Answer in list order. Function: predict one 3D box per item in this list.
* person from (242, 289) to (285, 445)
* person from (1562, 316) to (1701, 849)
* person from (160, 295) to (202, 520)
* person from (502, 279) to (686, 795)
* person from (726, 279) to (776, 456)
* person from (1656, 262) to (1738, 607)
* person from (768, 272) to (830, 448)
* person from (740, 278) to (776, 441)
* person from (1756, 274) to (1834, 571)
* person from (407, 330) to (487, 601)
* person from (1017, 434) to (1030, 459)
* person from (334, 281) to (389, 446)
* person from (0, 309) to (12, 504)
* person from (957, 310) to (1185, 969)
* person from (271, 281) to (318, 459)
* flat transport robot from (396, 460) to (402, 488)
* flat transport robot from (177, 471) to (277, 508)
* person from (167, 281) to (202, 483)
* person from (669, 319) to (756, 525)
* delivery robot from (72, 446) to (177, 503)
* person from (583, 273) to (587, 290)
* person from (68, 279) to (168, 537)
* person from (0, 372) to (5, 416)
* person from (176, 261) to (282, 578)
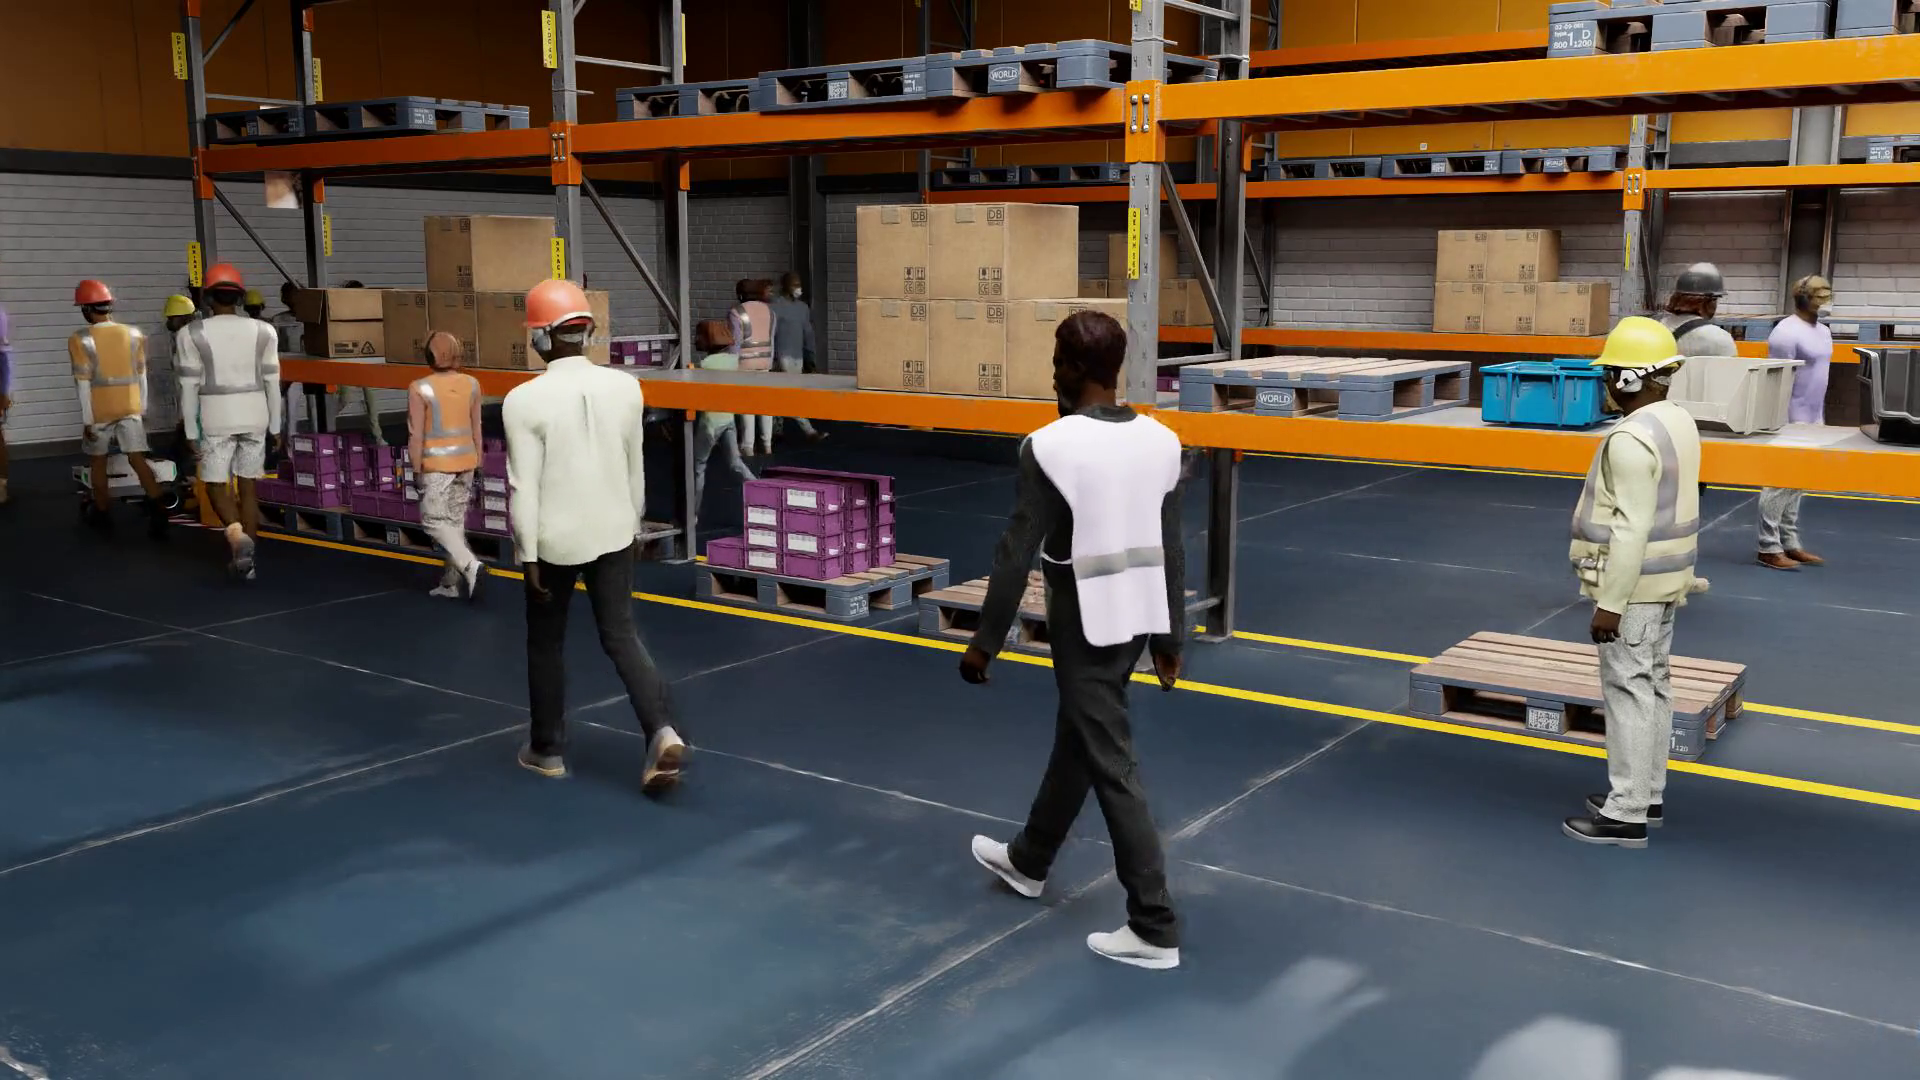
[{"bbox_3d":[-7.297,-1.753,17.387,0.526,1.742,0.646,-2,10,-15],"label":"person"},{"bbox_3d":[2.326,0.147,5.782,0.403,1.832,0.594,7,12,38],"label":"person"},{"bbox_3d":[-6.045,-1.037,13.067,0.343,1.759,0.533,-4,10,-22],"label":"person"},{"bbox_3d":[-1.407,-0.006,6.320,0.616,1.964,0.888,-8,12,-38],"label":"person"},{"bbox_3d":[-2.195,-1.791,17.317,0.430,1.838,0.624,8,12,39],"label":"person"},{"bbox_3d":[4.323,-0.625,9.759,0.829,2.000,0.696,-3,10,-16],"label":"person"},{"bbox_3d":[-1.752,-1.941,18.023,0.976,1.893,0.661,6,11,33],"label":"person"},{"bbox_3d":[-2.229,-2.007,18.635,0.432,1.829,0.575,1,10,8],"label":"person"},{"bbox_3d":[5.511,-0.773,10.950,0.635,1.937,0.358,-8,12,-40],"label":"person"},{"bbox_3d":[-2.979,-0.417,9.773,0.608,1.623,0.520,7,12,36],"label":"person"},{"bbox_3d":[0.787,-1.540,16.111,0.512,1.726,0.382,-6,11,-32],"label":"person"},{"bbox_3d":[-6.669,-1.930,18.237,0.952,1.818,0.583,6,11,33],"label":"person"},{"bbox_3d":[-8.142,-1.279,13.734,0.638,2.020,0.467,-1,10,-5],"label":"person"},{"bbox_3d":[0.328,0.268,4.945,0.988,1.874,0.611,9,13,43],"label":"person"},{"bbox_3d":[-6.367,-1.580,16.092,0.504,1.829,0.642,-4,10,-22],"label":"person"},{"bbox_3d":[-4.797,-0.615,14.963,1.431,0.197,0.652,-9,13,-43],"label":"flat transport robot"},{"bbox_3d":[-5.889,-0.453,13.996,1.431,0.197,0.652,-6,11,-32],"label":"flat transport robot"},{"bbox_3d":[-6.661,-1.371,14.636,0.606,1.921,1.022,1,10,9],"label":"person"},{"bbox_3d":[-1.809,-0.877,12.609,0.849,1.602,0.505,4,10,24],"label":"person"},{"bbox_3d":[-6.609,-0.502,13.164,0.707,0.478,0.477,-9,13,-42],"label":"delivery robot"},{"bbox_3d":[-4.764,-2.421,20.930,0.356,1.882,0.574,6,11,32],"label":"person"},{"bbox_3d":[-6.197,-0.960,12.230,0.953,1.896,0.580,8,13,41],"label":"person"},{"bbox_3d":[-8.091,-1.154,13.605,0.521,1.800,0.798,-8,13,-40],"label":"person"},{"bbox_3d":[-4.536,-0.725,10.411,0.613,2.026,0.657,-7,12,-37],"label":"person"}]
